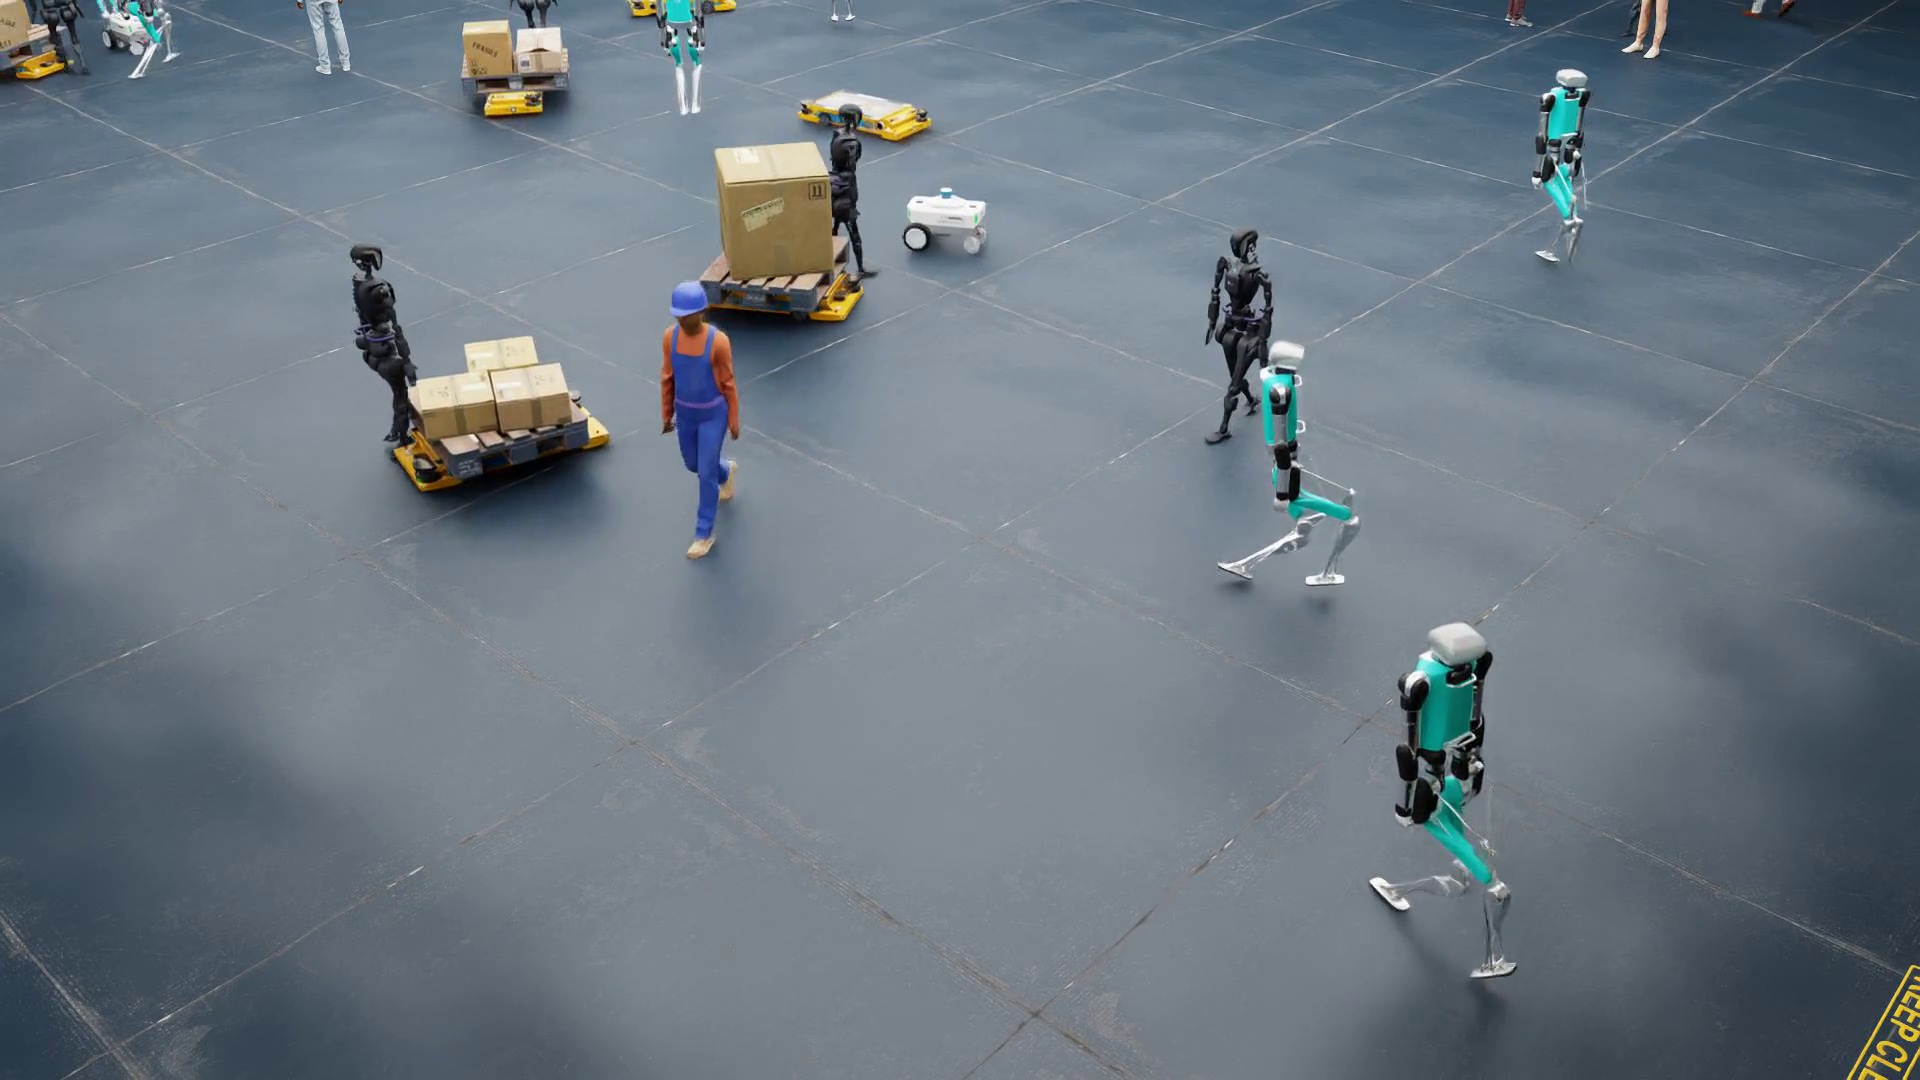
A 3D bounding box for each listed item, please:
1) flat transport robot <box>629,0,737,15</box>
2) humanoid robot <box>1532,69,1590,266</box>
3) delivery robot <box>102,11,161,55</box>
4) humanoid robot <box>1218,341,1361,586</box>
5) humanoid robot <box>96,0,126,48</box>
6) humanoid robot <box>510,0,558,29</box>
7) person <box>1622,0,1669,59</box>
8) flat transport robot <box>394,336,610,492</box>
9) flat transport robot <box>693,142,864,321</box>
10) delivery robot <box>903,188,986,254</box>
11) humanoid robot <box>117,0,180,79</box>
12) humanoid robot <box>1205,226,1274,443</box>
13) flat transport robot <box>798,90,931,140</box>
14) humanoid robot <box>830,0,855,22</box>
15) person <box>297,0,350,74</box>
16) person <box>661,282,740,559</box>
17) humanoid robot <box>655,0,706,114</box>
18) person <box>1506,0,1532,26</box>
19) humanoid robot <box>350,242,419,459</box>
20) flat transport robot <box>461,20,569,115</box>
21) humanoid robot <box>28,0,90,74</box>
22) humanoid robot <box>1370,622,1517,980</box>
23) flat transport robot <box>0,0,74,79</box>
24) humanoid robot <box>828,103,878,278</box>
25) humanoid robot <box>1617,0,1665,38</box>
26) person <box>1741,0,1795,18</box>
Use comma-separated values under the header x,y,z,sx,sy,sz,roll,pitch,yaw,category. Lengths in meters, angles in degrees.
x,y,z,sx,sy,sz,roll,pitch,yaw,category
-3.895,-7.571,23.345,1.431,0.231,0.659,-8,33,-12,flat transport robot
5.540,-3.261,15.126,0.539,1.899,0.731,-15,35,-23,humanoid robot
-10.748,-6.615,21.554,0.786,0.614,0.525,25,39,34,delivery robot
2.197,-0.405,10.443,1.024,1.753,0.543,4,32,6,humanoid robot
-10.981,-7.152,21.267,0.536,1.780,0.697,-21,38,-30,humanoid robot
-5.399,-6.899,20.954,0.601,1.623,0.694,-12,34,-19,humanoid robot
8.827,-7.056,20.995,0.350,1.875,0.511,-19,36,-27,person
-3.402,-0.743,12.350,1.431,0.231,0.659,-19,36,-27,flat transport robot
-1.623,-2.206,14.707,1.431,0.231,0.659,7,32,11,flat transport robot
-0.145,-3.036,15.780,0.807,0.603,0.499,7,33,11,delivery robot
-9.930,-6.553,20.378,0.576,1.767,1.063,14,34,21,humanoid robot
2.110,-1.566,12.389,0.762,1.637,0.616,-25,39,-34,humanoid robot
-1.097,-4.849,18.962,1.431,0.231,0.659,20,37,29,flat transport robot
-1.618,-7.736,22.094,0.533,1.677,0.735,0,32,0,humanoid robot
-7.848,-6.698,20.376,0.590,1.922,0.393,-21,37,-29,person
-1.702,-0.882,11.058,0.524,1.879,0.838,10,33,16,person
-3.141,-5.729,18.993,0.530,1.766,0.791,0,32,0,humanoid robot
7.653,-7.847,22.336,0.381,1.806,0.549,0,32,1,person
-4.136,-1.375,12.023,0.612,1.649,0.349,28,41,37,humanoid robot
-5.253,-5.369,19.800,0.659,0.231,1.431,-6,32,-10,flat transport robot
-11.069,-6.532,20.341,0.600,1.643,0.475,-26,40,-36,humanoid robot
2.416,1.298,7.735,0.531,1.767,1.073,-19,37,-28,humanoid robot
-11.922,-5.985,20.791,1.431,0.231,0.659,9,33,14,flat transport robot
-1.066,-3.081,14.820,0.618,1.625,0.612,-12,34,-18,humanoid robot
9.119,-7.400,21.769,0.597,1.661,0.611,-14,34,-21,humanoid robot
11.113,-7.977,22.536,0.520,1.811,0.576,-21,37,-30,person
